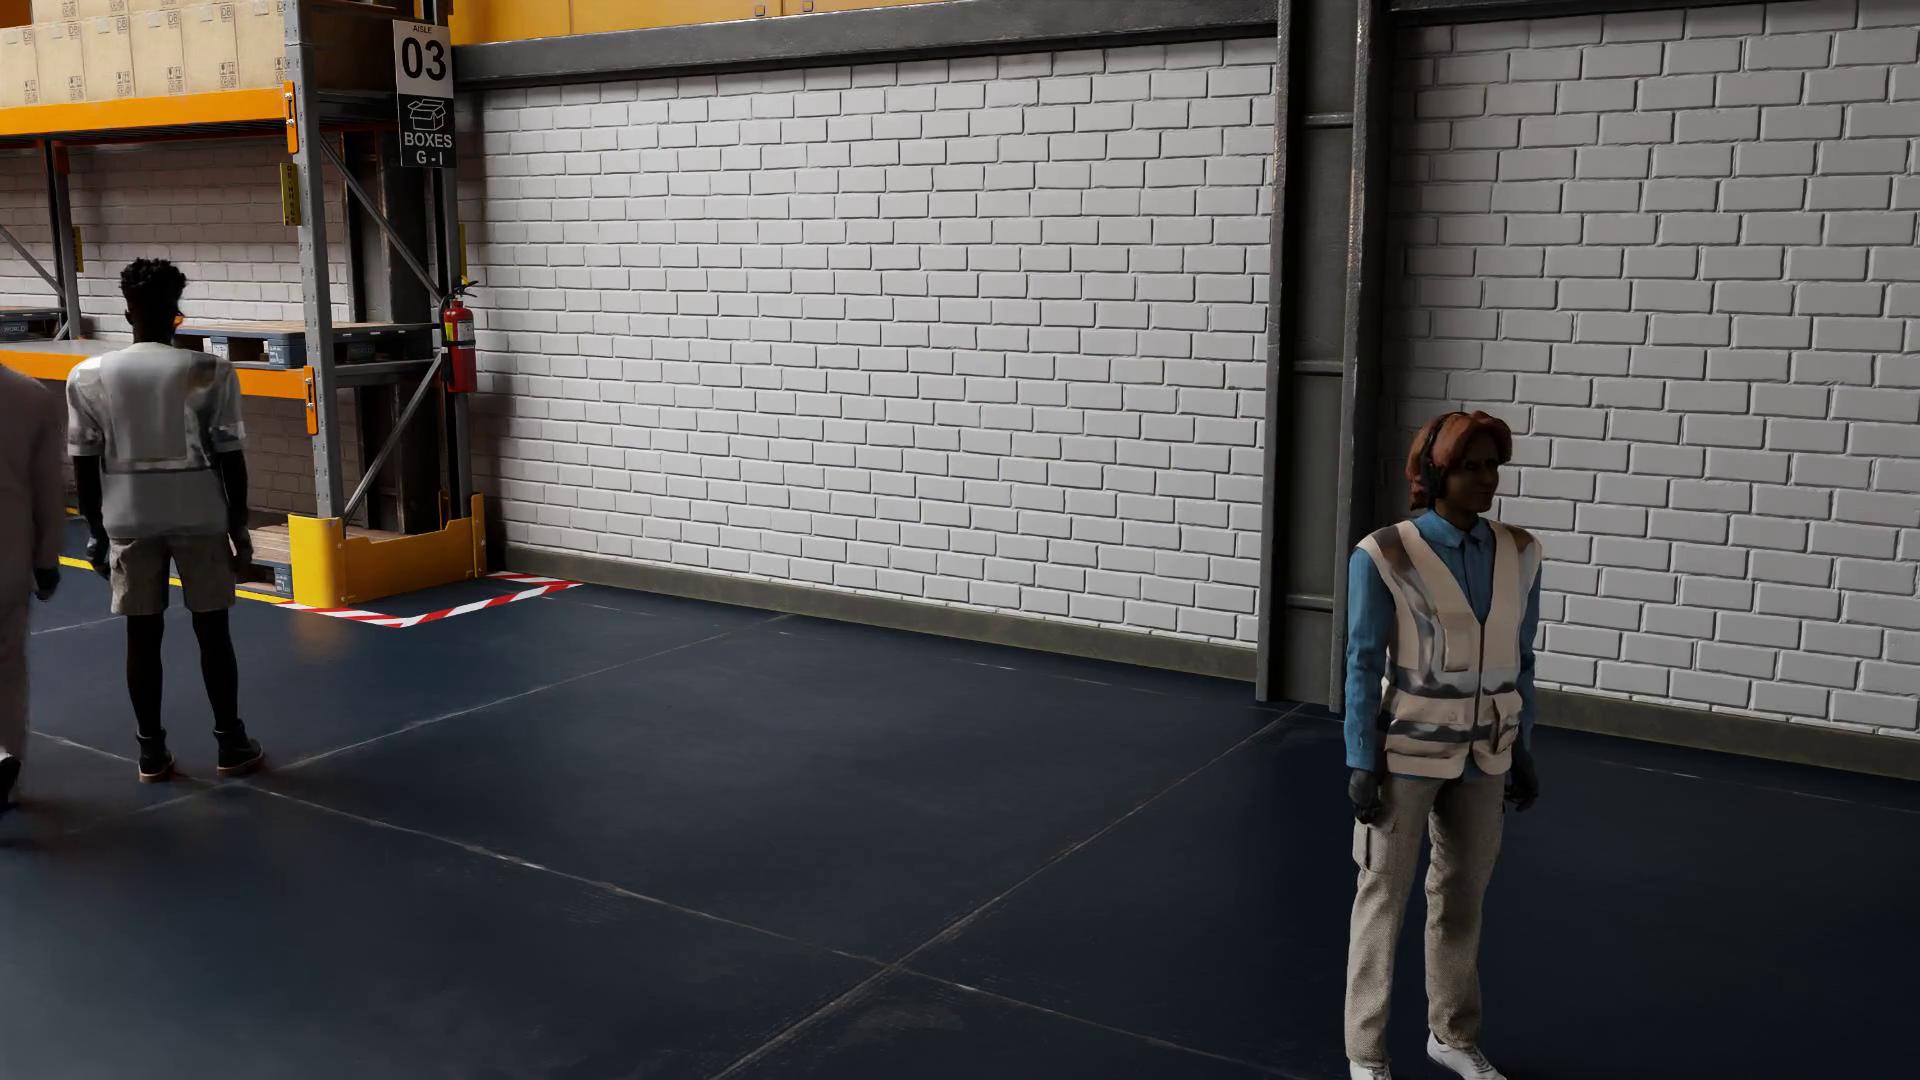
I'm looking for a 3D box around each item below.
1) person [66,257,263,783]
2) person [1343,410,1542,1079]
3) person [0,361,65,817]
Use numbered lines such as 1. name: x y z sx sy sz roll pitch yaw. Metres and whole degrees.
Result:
1. person: -2.960 -0.066 6.223 0.608 1.958 0.400 -2 10 -12
2. person: 1.113 0.516 3.870 0.517 1.645 0.308 -4 11 -20
3. person: -3.406 0.059 5.706 0.628 1.890 0.666 8 13 38
